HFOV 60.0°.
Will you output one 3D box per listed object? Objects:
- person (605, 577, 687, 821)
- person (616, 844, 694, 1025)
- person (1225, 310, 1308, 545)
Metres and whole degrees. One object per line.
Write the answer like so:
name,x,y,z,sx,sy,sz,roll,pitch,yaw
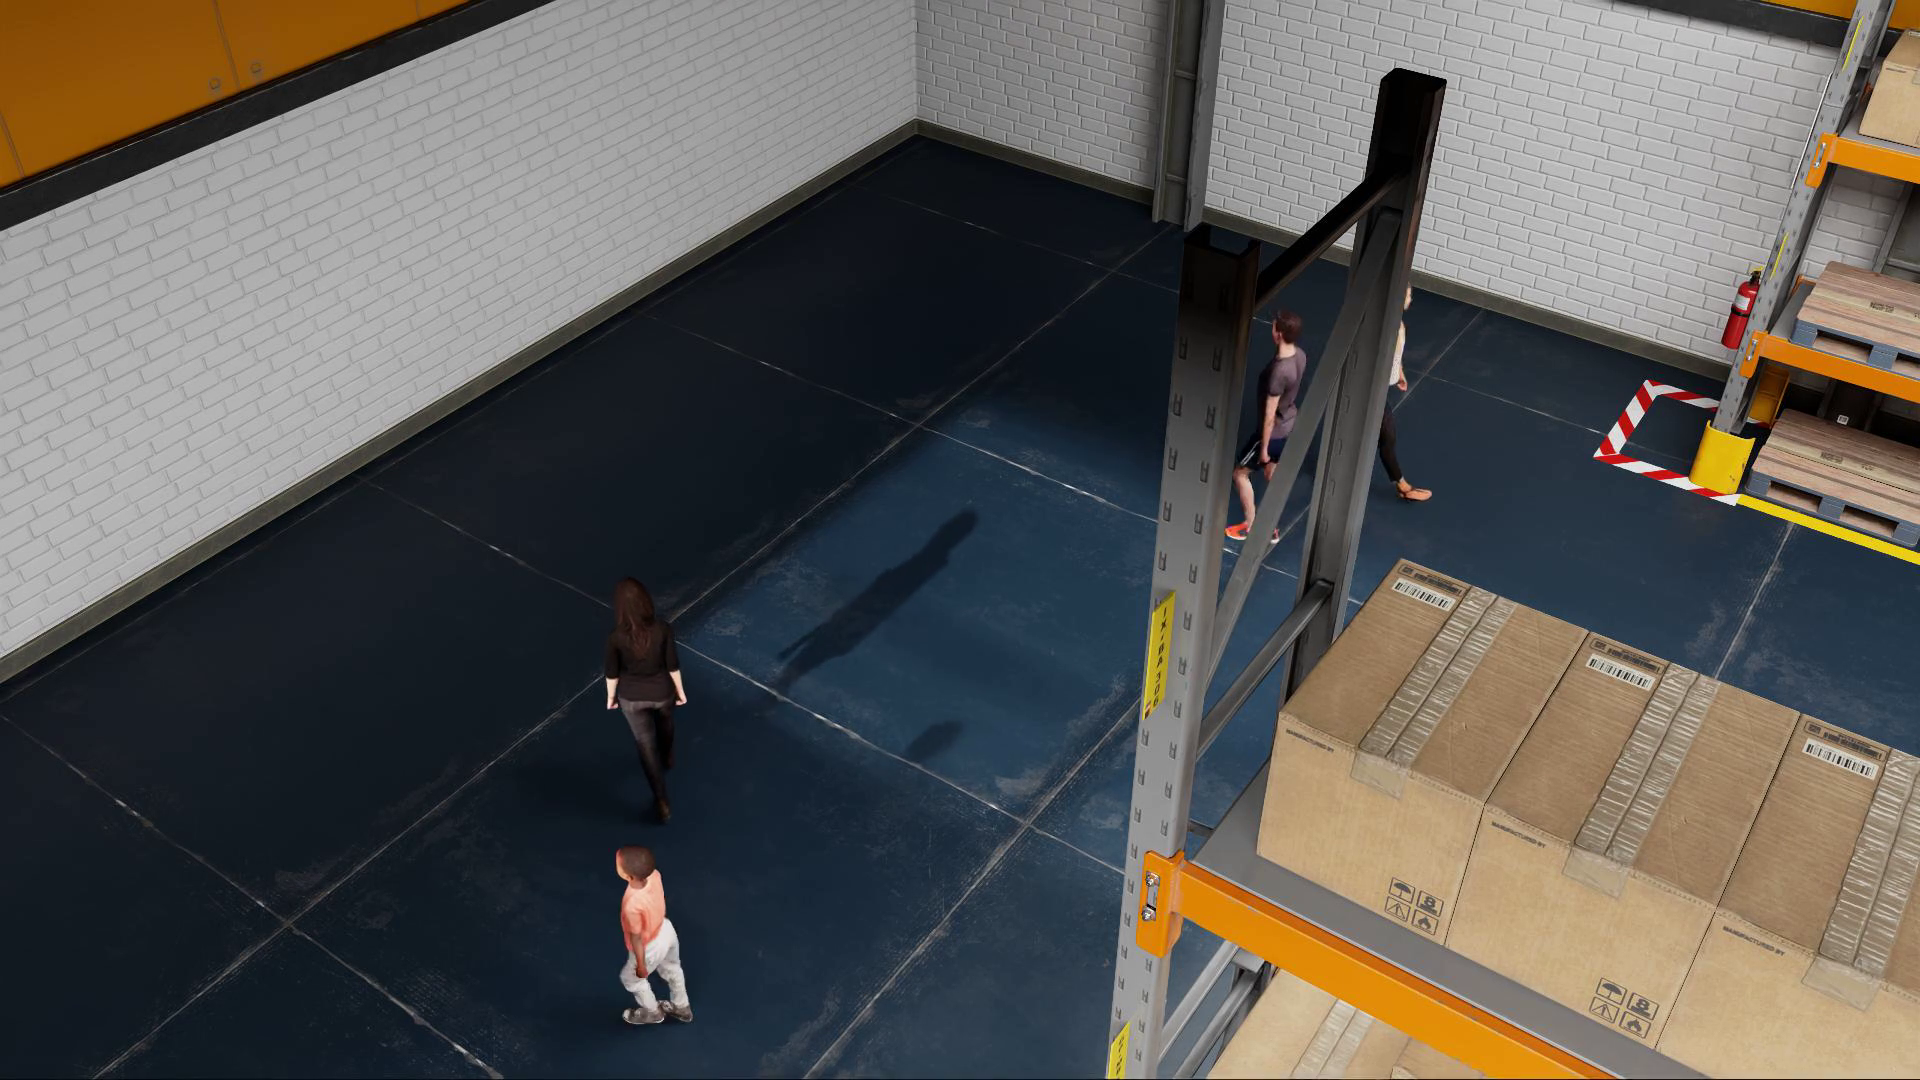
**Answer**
person,-1.791,0.936,9.565,0.907,1.619,1.024,-12,40,-15
person,-1.513,2.042,8.437,0.634,1.299,0.573,13,40,15
person,2.234,-0.732,11.475,0.601,1.841,0.644,23,44,26
